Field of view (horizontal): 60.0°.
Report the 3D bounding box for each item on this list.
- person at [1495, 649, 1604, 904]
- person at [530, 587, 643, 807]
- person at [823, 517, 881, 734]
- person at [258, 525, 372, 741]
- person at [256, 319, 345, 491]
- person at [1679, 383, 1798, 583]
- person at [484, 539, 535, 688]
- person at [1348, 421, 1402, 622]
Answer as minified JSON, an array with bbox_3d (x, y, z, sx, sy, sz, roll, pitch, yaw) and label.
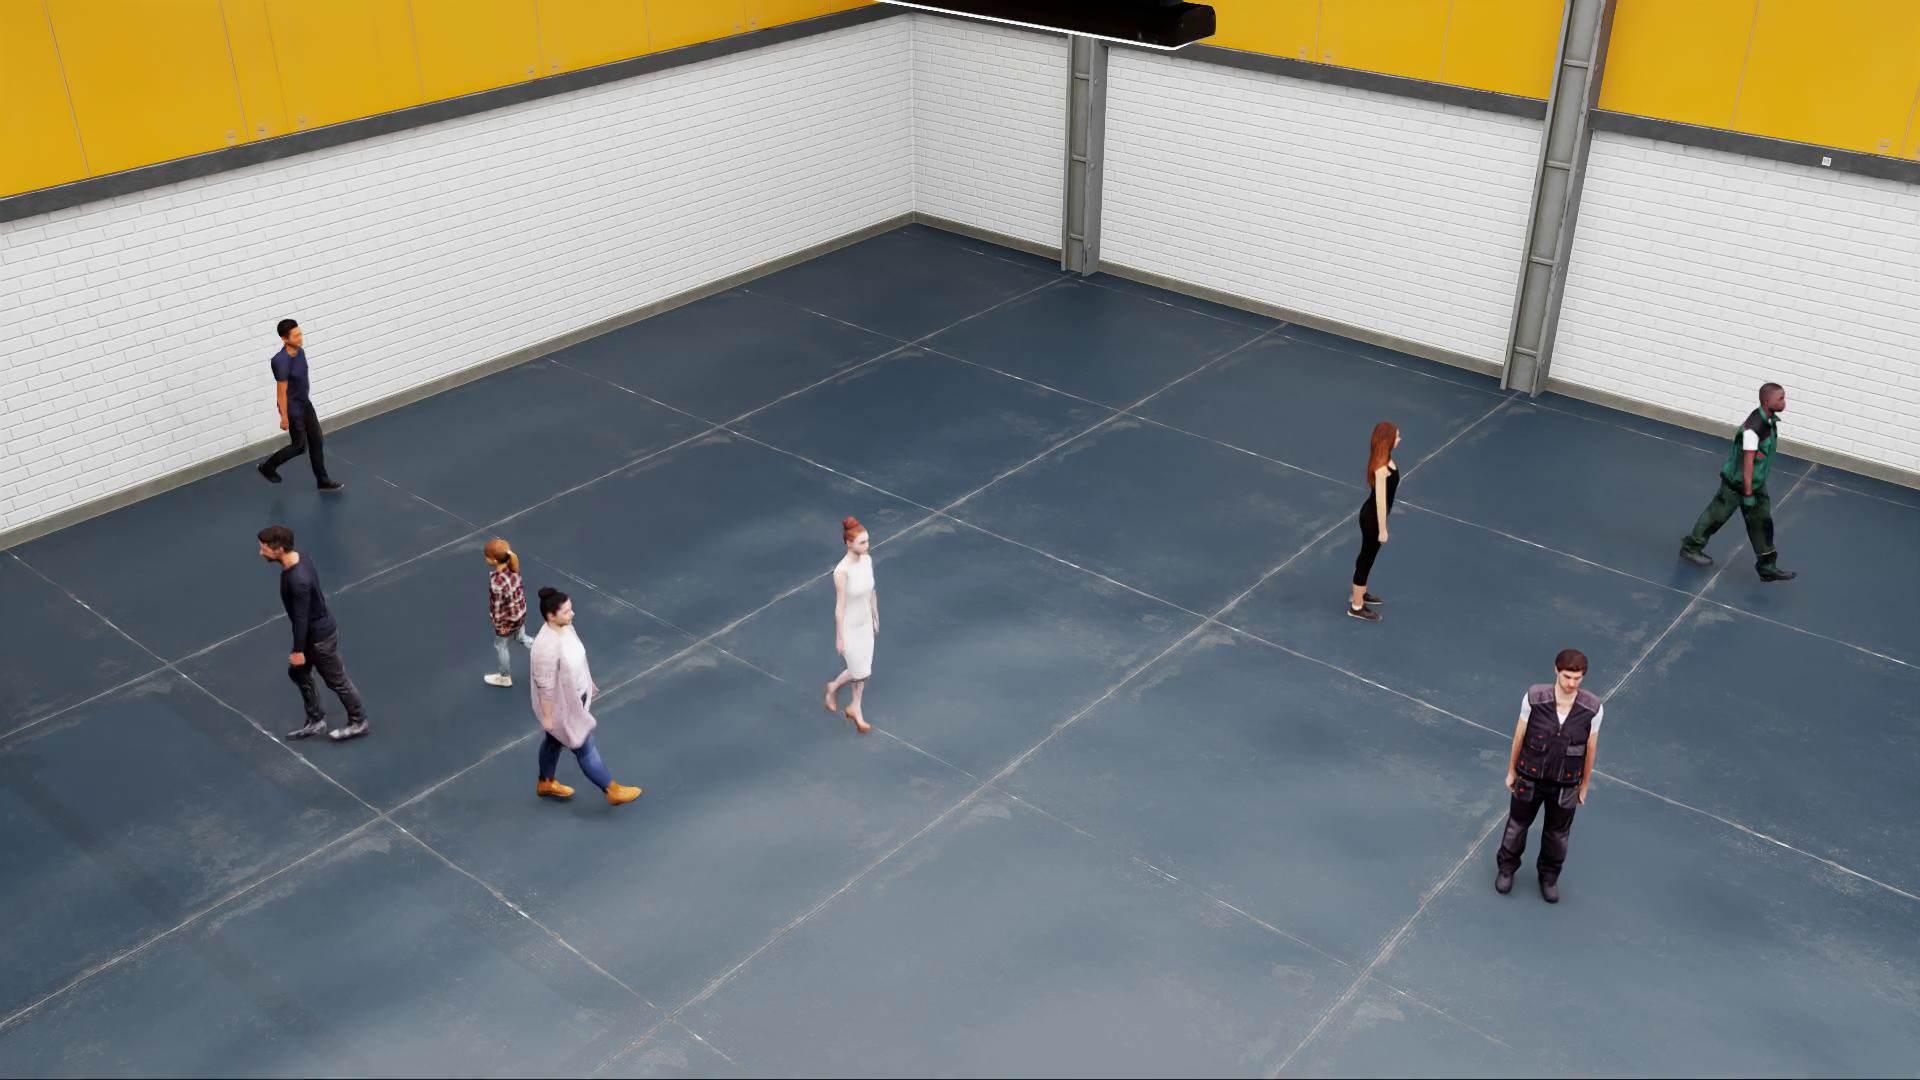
[{"bbox_3d":[3.721,1.471,10.509,0.655,1.846,0.787,9,30,15],"label":"person"},{"bbox_3d":[-2.801,1.087,11.352,1.155,1.713,1.051,1,29,2],"label":"person"},{"bbox_3d":[-0.840,0.633,12.114,0.750,1.781,0.627,18,33,29],"label":"person"},{"bbox_3d":[-4.541,0.677,11.974,0.891,1.838,0.878,-11,30,-19],"label":"person"},{"bbox_3d":[-6.293,-1.234,15.556,1.124,1.761,1.009,1,29,1],"label":"person"},{"bbox_3d":[6.594,-0.498,14.192,1.178,1.776,0.708,23,36,36],"label":"person"},{"bbox_3d":[-3.412,0.564,12.748,0.873,1.294,0.699,9,30,16],"label":"person"},{"bbox_3d":[3.387,-0.174,13.649,0.650,1.727,0.646,6,29,11],"label":"person"}]
